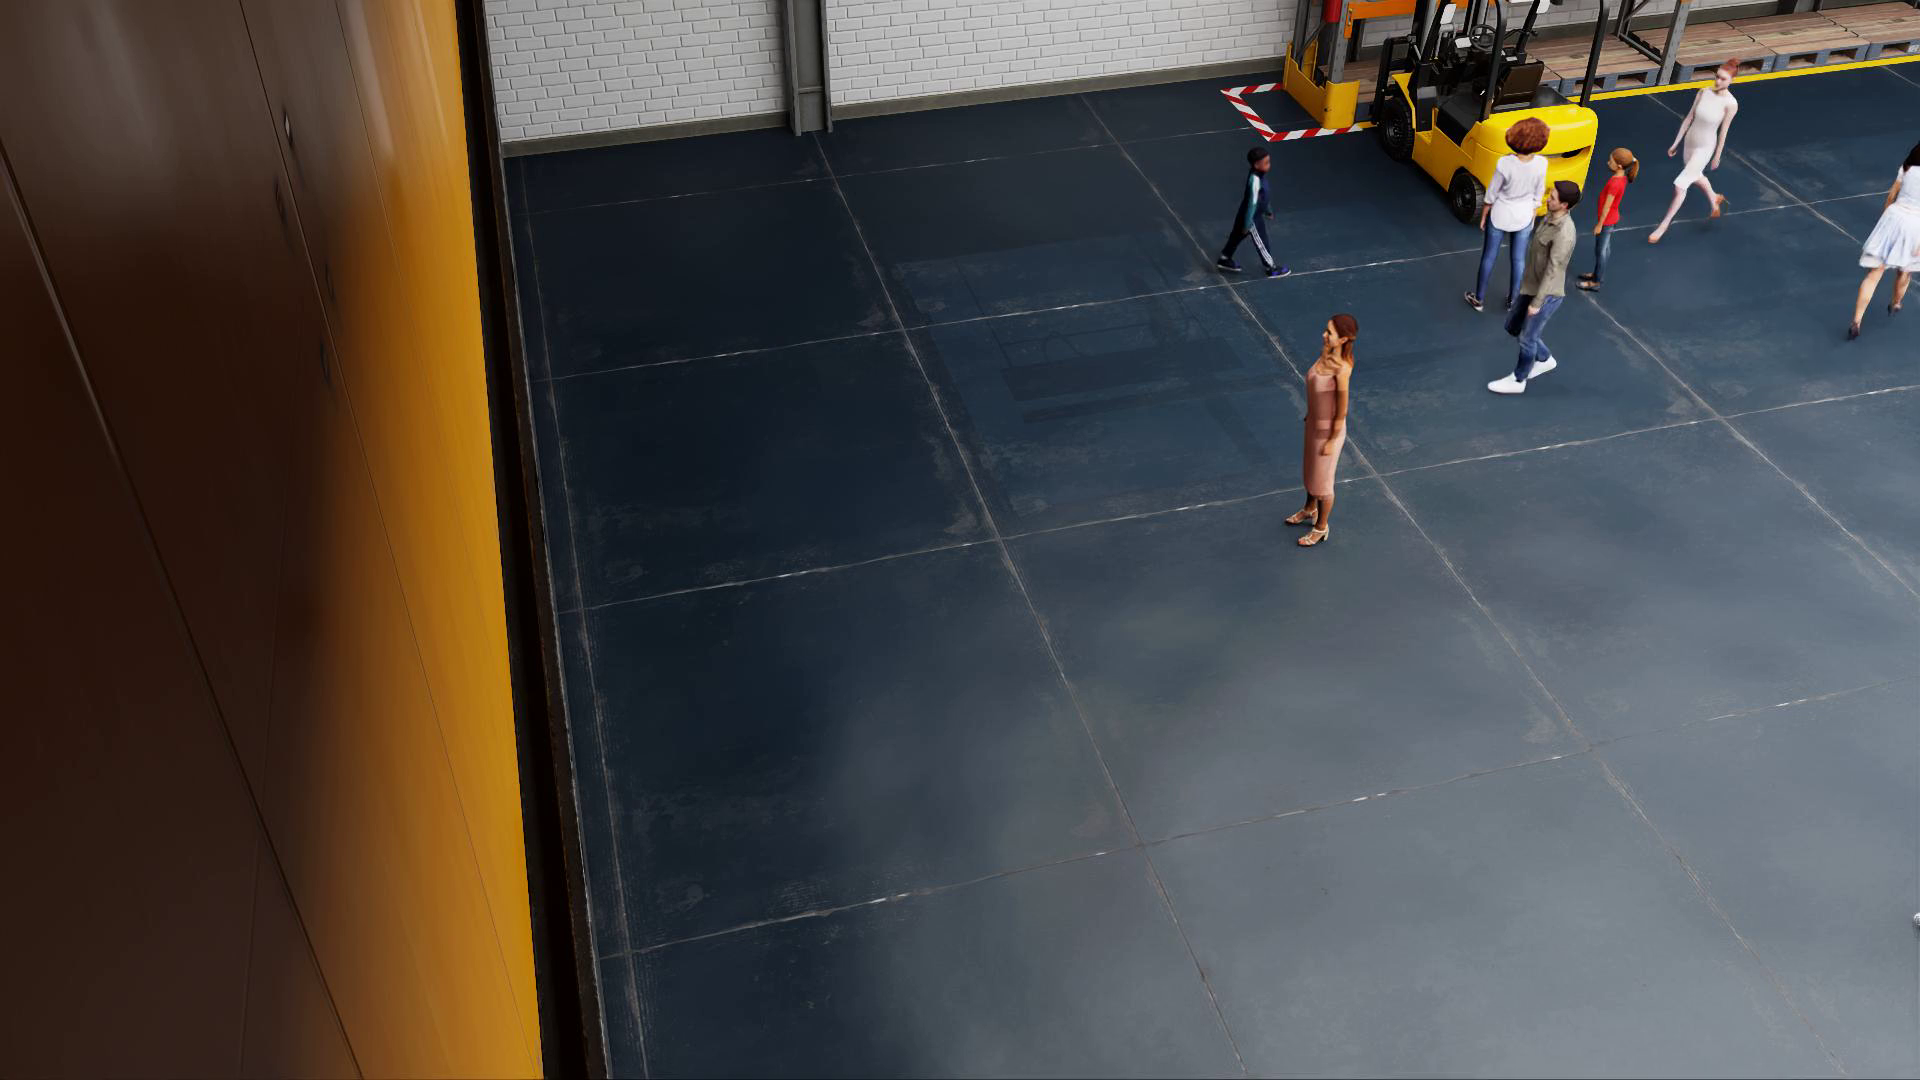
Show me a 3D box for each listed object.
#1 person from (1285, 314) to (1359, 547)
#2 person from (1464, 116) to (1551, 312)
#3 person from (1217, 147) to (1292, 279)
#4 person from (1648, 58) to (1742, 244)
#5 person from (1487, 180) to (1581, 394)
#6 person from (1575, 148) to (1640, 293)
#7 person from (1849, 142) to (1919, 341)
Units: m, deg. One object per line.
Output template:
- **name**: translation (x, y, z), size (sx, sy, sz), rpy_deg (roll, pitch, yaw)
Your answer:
- **person**: translation (2.541, -0.767, 11.562), size (0.526, 1.832, 0.611), rpy_deg (-6, 39, -8)
- **person**: translation (4.695, -2.759, 14.159), size (0.673, 1.704, 0.794), rpy_deg (5, 39, 6)
- **person**: translation (2.530, -2.897, 14.718), size (0.953, 1.222, 0.764), rpy_deg (8, 39, 10)
- **person**: translation (6.772, -3.518, 15.070), size (1.152, 1.754, 0.708), rpy_deg (-15, 41, -17)
- **person**: translation (4.632, -1.944, 13.017), size (0.878, 1.856, 0.819), rpy_deg (2, 39, 2)
- **person**: translation (5.670, -2.800, 14.529), size (0.600, 1.307, 0.546), rpy_deg (16, 41, 19)
- **person**: translation (7.714, -2.459, 13.722), size (1.174, 1.781, 0.966), rpy_deg (-29, 47, -32)
